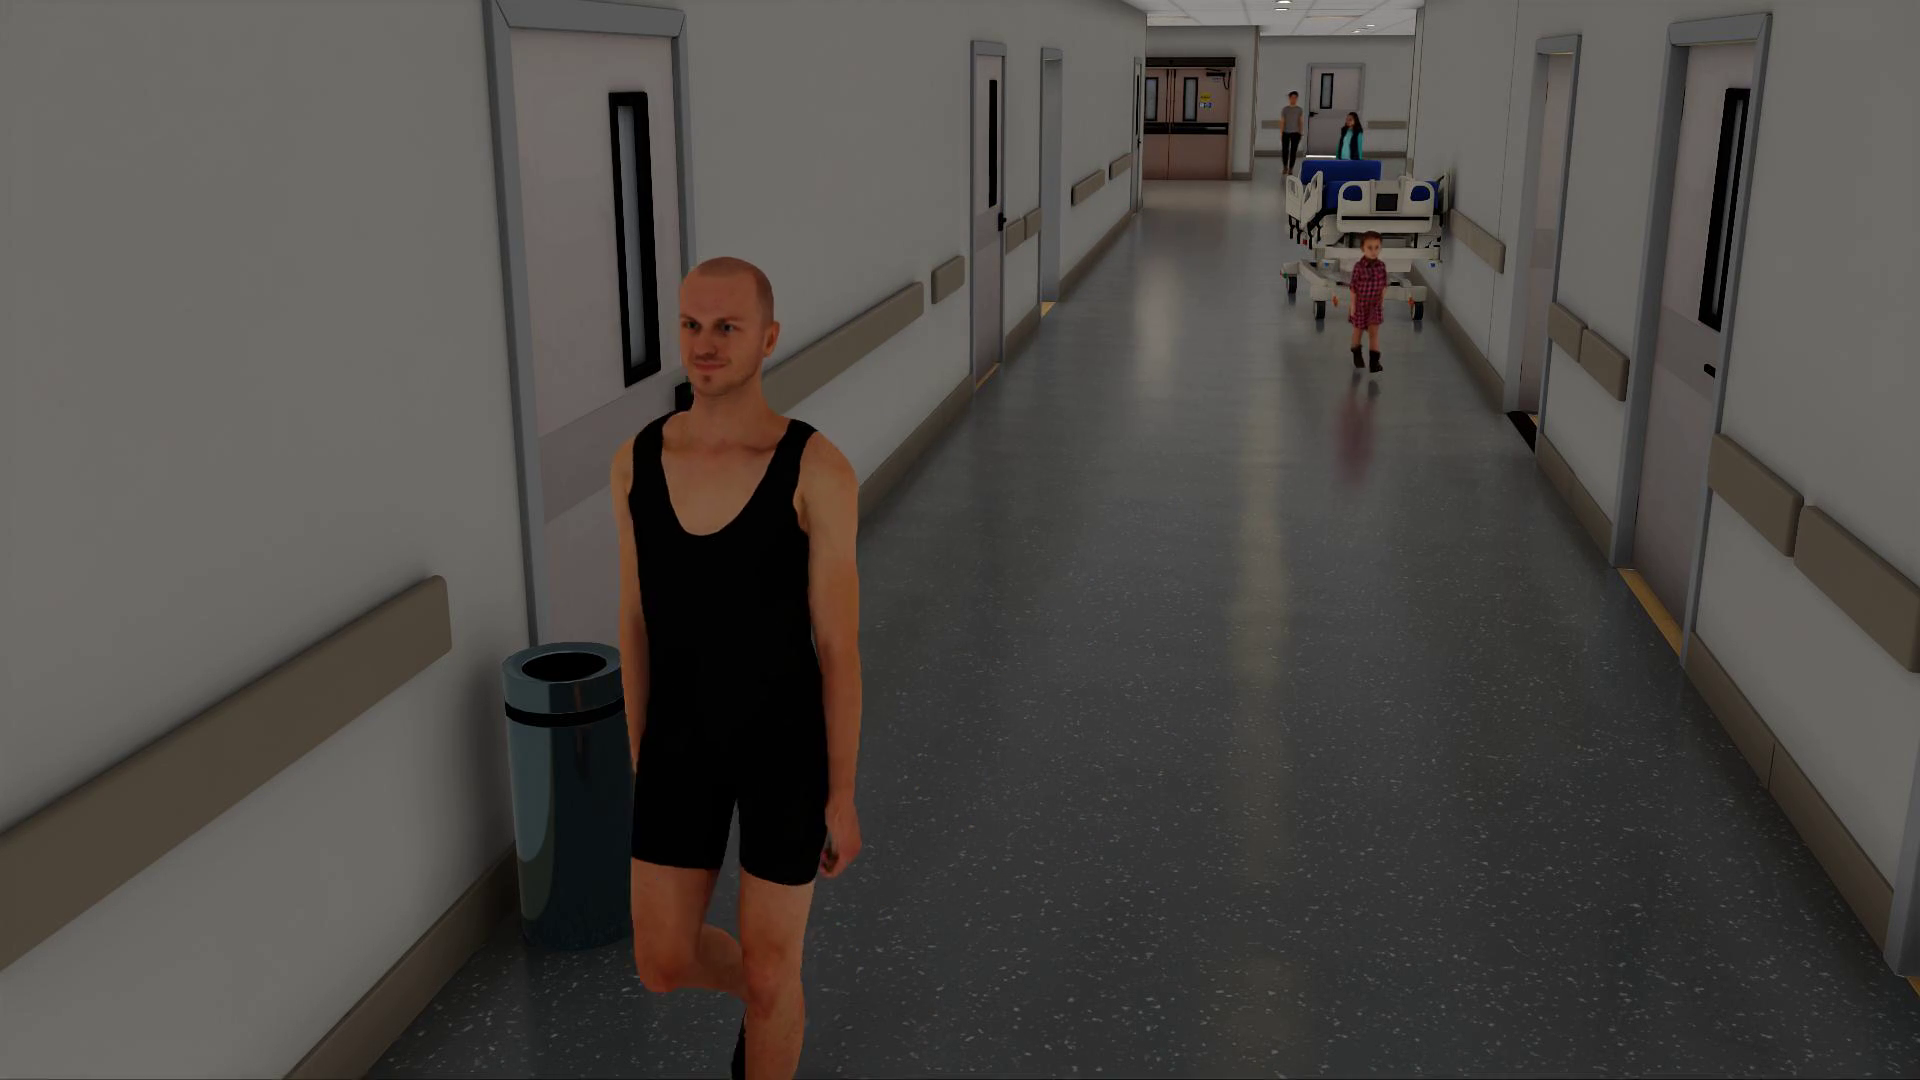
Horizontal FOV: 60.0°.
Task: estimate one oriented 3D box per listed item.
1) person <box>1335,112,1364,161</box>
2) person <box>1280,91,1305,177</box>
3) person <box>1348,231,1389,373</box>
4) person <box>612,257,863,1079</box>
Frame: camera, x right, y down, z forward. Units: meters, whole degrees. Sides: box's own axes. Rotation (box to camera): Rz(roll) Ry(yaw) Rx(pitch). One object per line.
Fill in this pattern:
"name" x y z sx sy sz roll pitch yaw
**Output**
"person" 6.321 -6.119 26.786 1.021 1.473 0.950 -11 19 -33
"person" 6.938 -8.506 34.812 0.626 1.712 0.682 2 16 7
"person" 2.942 -1.721 12.066 0.704 0.996 0.579 0 16 -2
"person" -0.377 0.382 3.122 0.744 1.802 0.746 4 16 14
